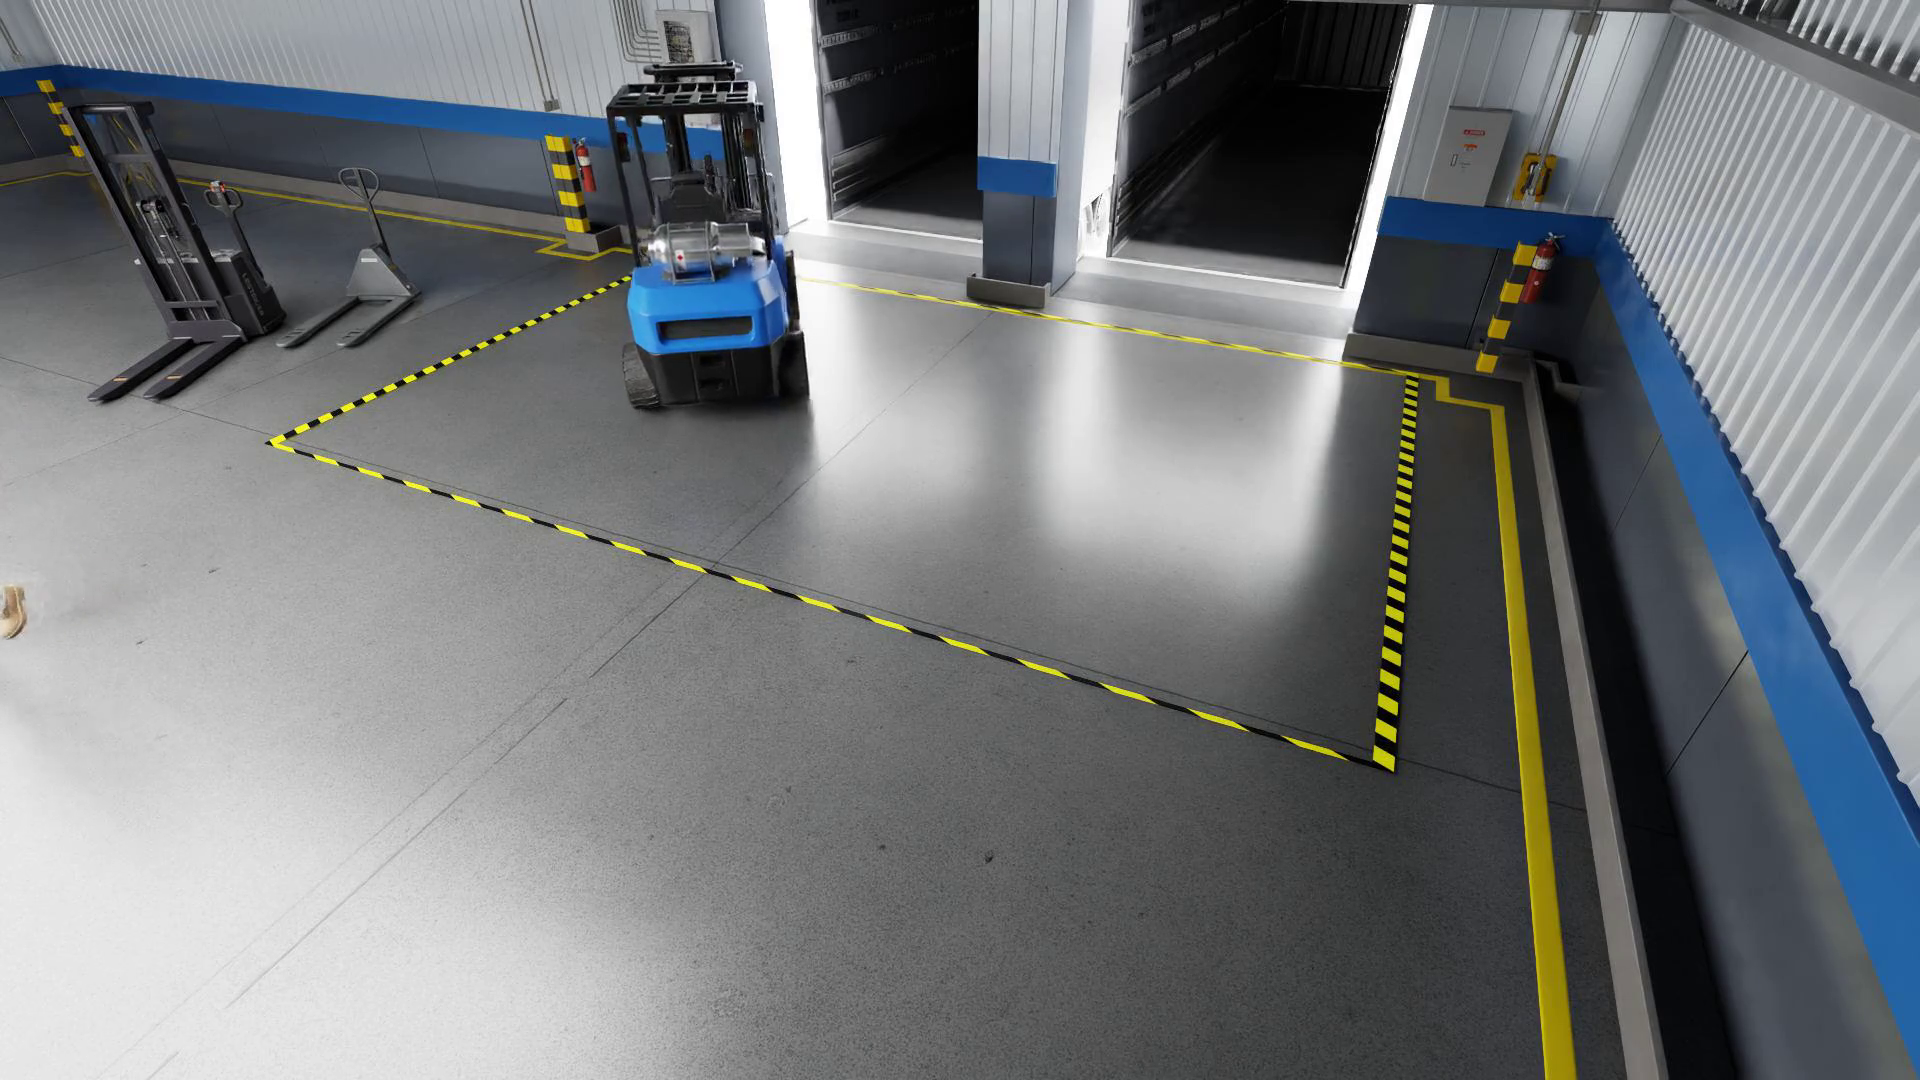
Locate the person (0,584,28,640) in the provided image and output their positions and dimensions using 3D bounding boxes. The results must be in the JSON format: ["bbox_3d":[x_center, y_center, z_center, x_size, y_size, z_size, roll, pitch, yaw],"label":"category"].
[{"bbox_3d":[-5.165,-0.129,4.355,0.661,1.825,0.546,5,35,7],"label":"person"}]

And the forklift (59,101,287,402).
[{"bbox_3d":[-6.686,-2.387,7.434,0.823,1.965,1.885,-3,35,-5],"label":"forklift"}]

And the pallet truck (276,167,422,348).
[{"bbox_3d":[-5.732,-2.611,8.414,0.680,1.201,1.601,-1,35,-1],"label":"pallet truck"}]

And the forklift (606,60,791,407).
[{"bbox_3d":[-2.036,-2.556,7.362,1.157,2.036,2.680,-6,35,-8],"label":"forklift"}]
